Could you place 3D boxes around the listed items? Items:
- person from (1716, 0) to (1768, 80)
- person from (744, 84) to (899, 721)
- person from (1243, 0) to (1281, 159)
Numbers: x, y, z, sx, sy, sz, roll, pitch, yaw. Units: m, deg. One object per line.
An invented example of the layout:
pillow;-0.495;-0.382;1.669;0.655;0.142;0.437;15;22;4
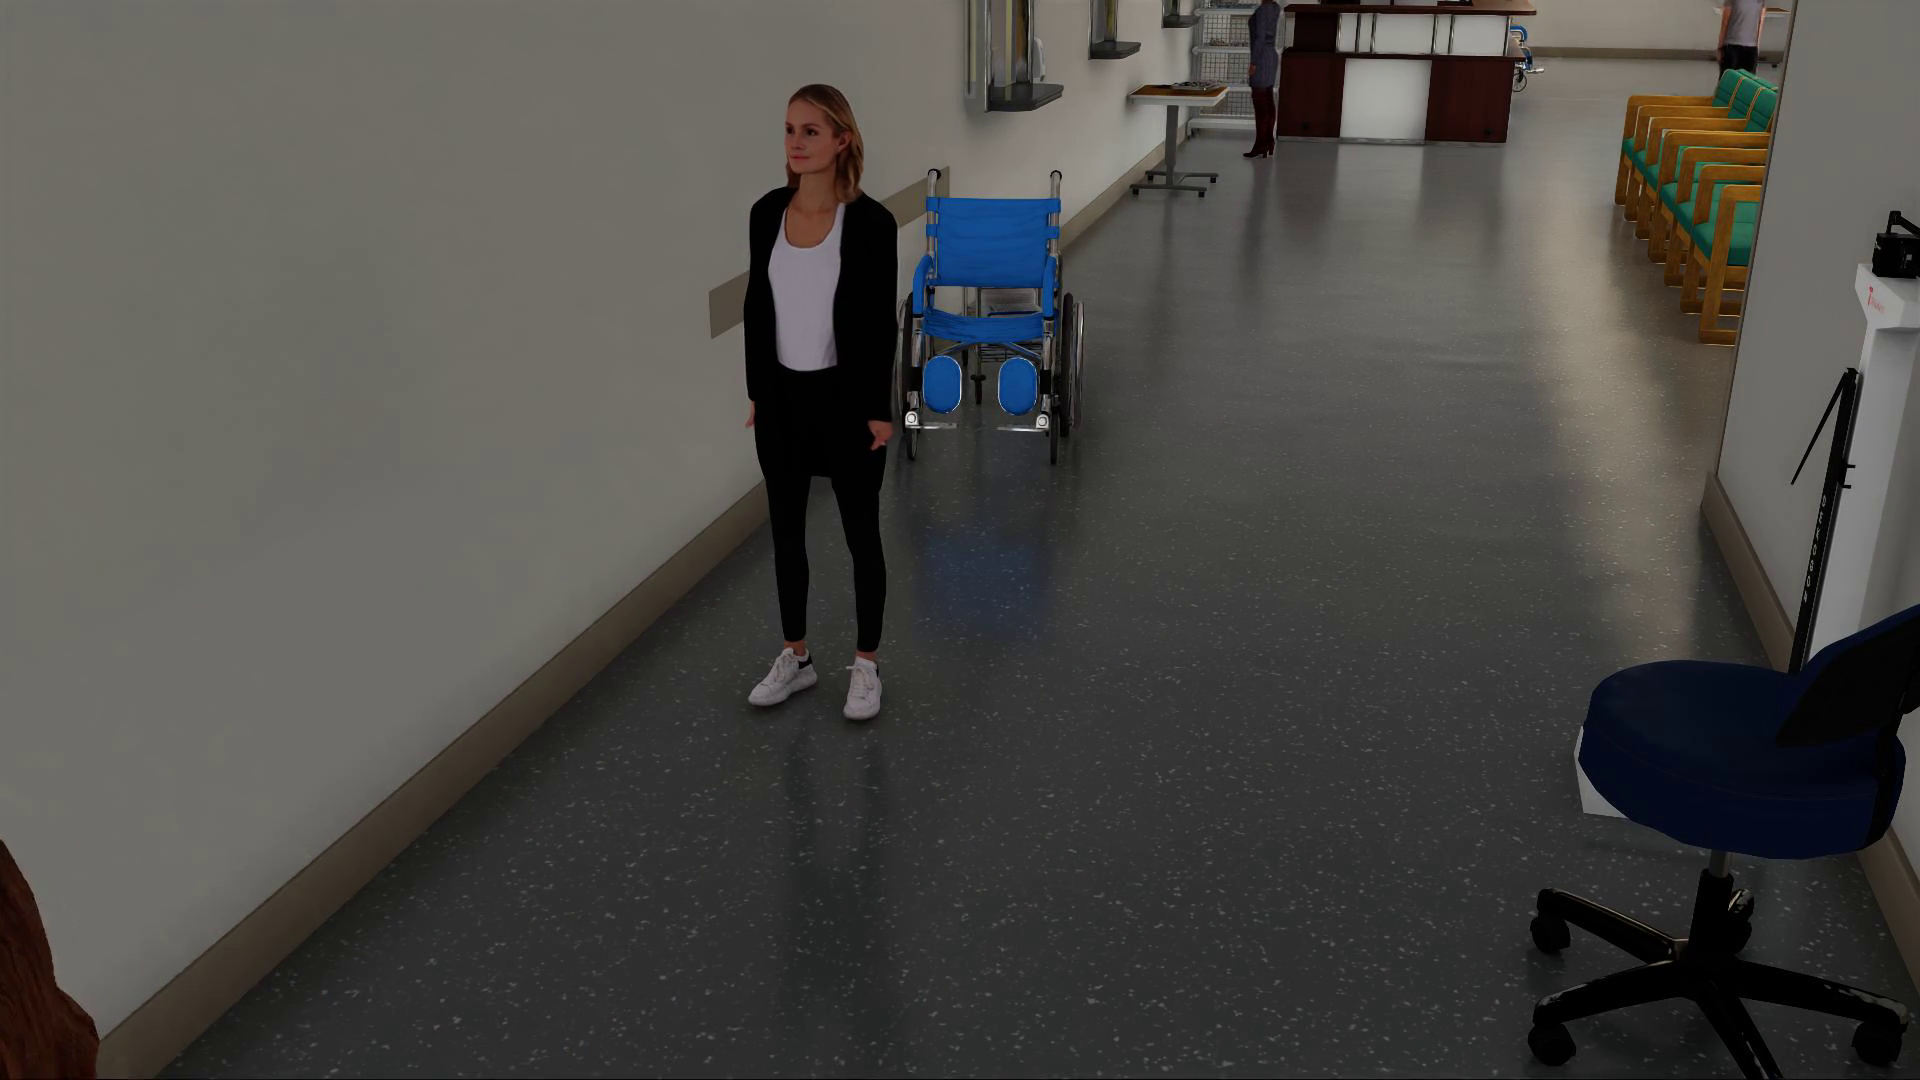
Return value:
person;8.149;-5.167;17.479;0.807;1.740;0.788;0;21;1
person;-0.388;-0.365;4.716;0.478;1.802;0.671;7;22;18
person;2.891;-4.525;15.828;0.605;1.710;0.646;13;24;30
